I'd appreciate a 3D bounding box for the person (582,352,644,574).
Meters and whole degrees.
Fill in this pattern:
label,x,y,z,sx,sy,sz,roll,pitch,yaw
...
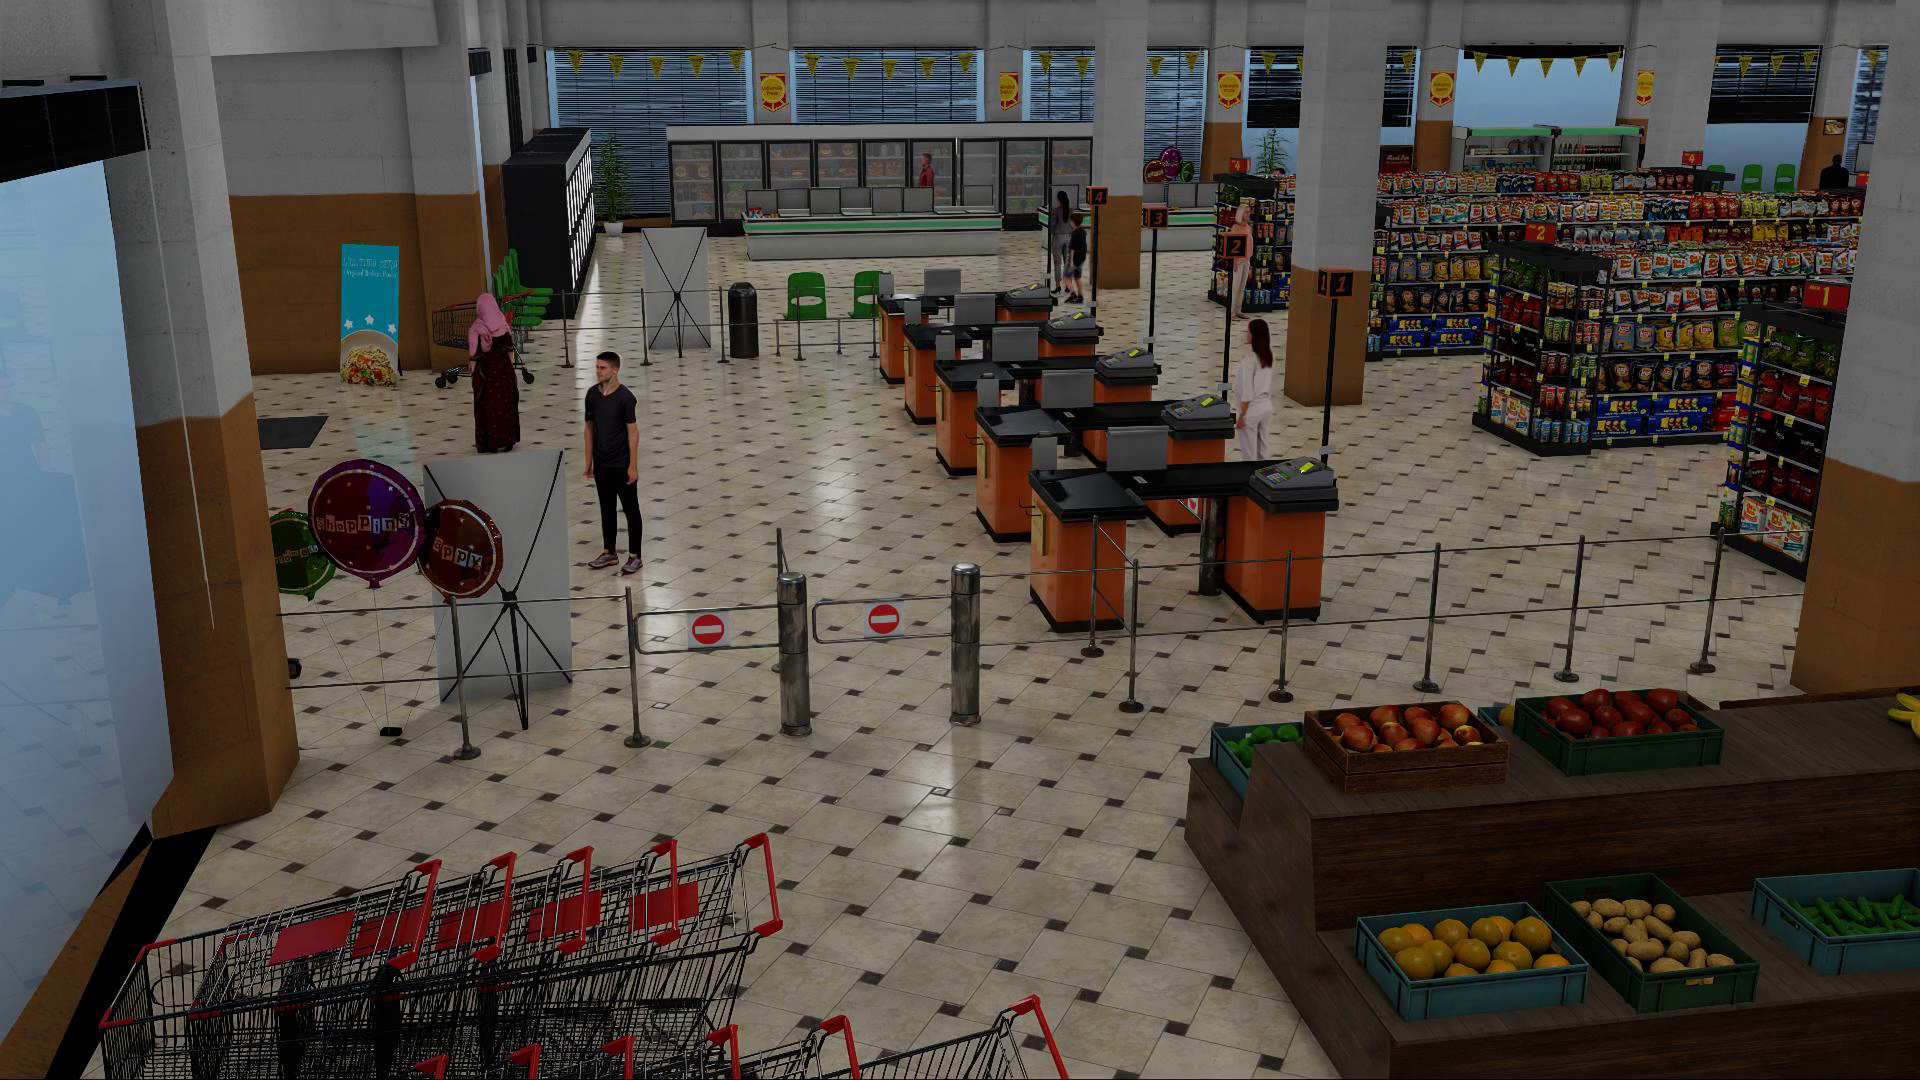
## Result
label,x,y,z,sx,sy,sz,roll,pitch,yaw
person,-2.733,-0.620,13.174,0.679,1.764,0.785,8,19,24

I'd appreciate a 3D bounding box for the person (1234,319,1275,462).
label,x,y,z,sx,sy,sz,roll,pitch,yaw
person,2.675,-1.168,15.108,0.743,1.688,0.665,14,22,38

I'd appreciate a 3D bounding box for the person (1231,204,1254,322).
label,x,y,z,sx,sy,sz,roll,pitch,yaw
person,4.205,-4.175,24.948,0.744,1.725,0.661,14,22,39

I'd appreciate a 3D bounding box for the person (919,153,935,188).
label,x,y,z,sx,sy,sz,roll,pitch,yaw
person,-0.664,-6.973,33.981,0.563,1.831,0.696,-2,17,-5

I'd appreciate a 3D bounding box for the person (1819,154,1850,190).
label,x,y,z,sx,sy,sz,roll,pitch,yaw
person,17.732,-6.928,33.857,0.783,1.817,0.831,13,21,36

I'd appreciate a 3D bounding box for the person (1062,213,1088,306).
label,x,y,z,sx,sy,sz,roll,pitch,yaw
person,1.885,-4.432,26.291,0.713,1.435,0.652,12,20,34

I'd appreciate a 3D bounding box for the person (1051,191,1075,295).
label,x,y,z,sx,sy,sz,roll,pitch,yaw
person,1.677,-4.917,27.475,0.618,1.677,0.751,-9,19,-27

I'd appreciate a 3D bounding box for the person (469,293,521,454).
label,x,y,z,sx,sy,sz,roll,pitch,yaw
person,-4.769,-1.712,16.988,0.700,1.637,0.817,-12,21,-35
